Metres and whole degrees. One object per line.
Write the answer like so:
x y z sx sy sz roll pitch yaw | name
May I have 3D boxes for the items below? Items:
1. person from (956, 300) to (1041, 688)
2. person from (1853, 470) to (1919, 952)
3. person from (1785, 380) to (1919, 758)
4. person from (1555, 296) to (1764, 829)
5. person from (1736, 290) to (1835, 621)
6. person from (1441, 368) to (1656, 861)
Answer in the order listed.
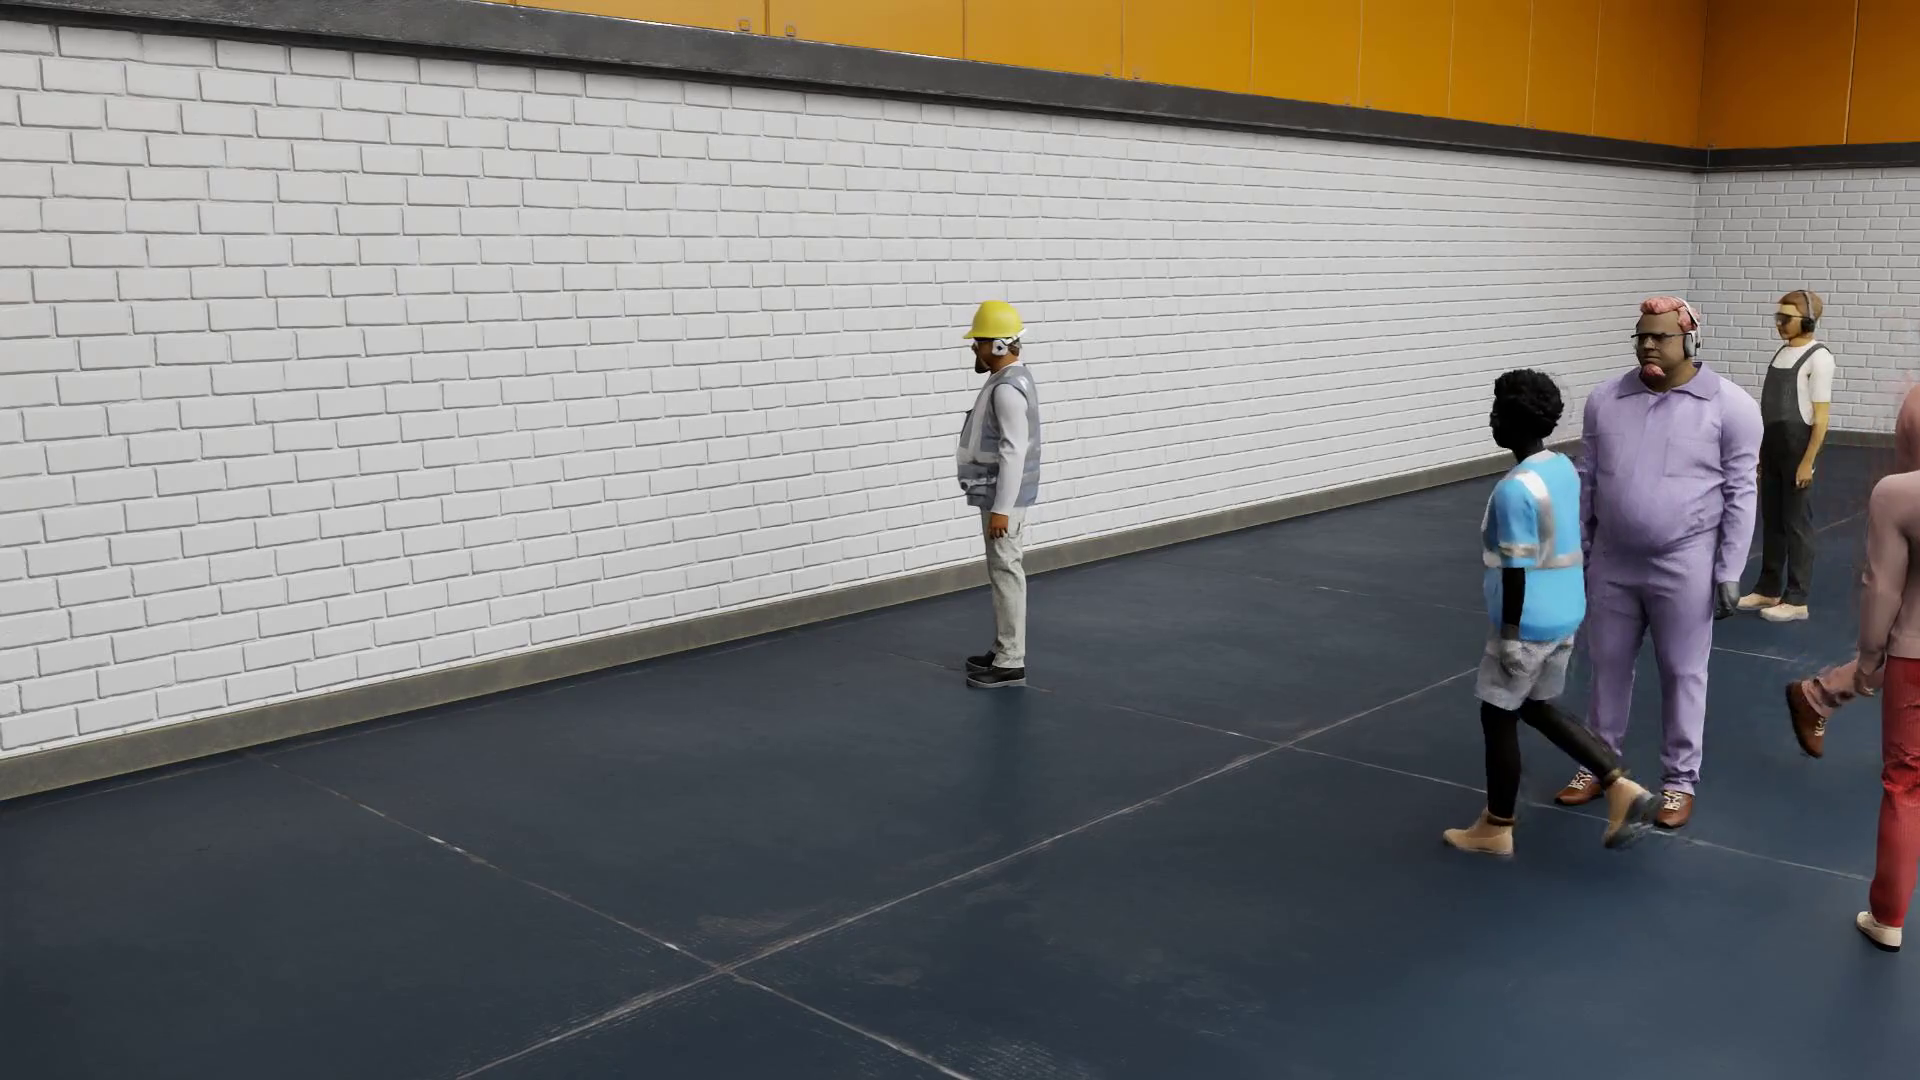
0.183 -0.217 7.915 0.404 1.828 0.600 0 10 1 | person
2.901 0.353 4.853 0.524 1.770 0.315 5 11 24 | person
3.696 0.026 6.391 0.711 1.879 0.650 8 13 40 | person
2.497 0.079 6.017 0.651 1.906 0.403 9 14 43 | person
4.625 -0.467 9.322 0.387 1.845 0.514 -1 10 -6 | person
1.969 0.273 5.519 0.583 1.681 0.542 8 13 40 | person
